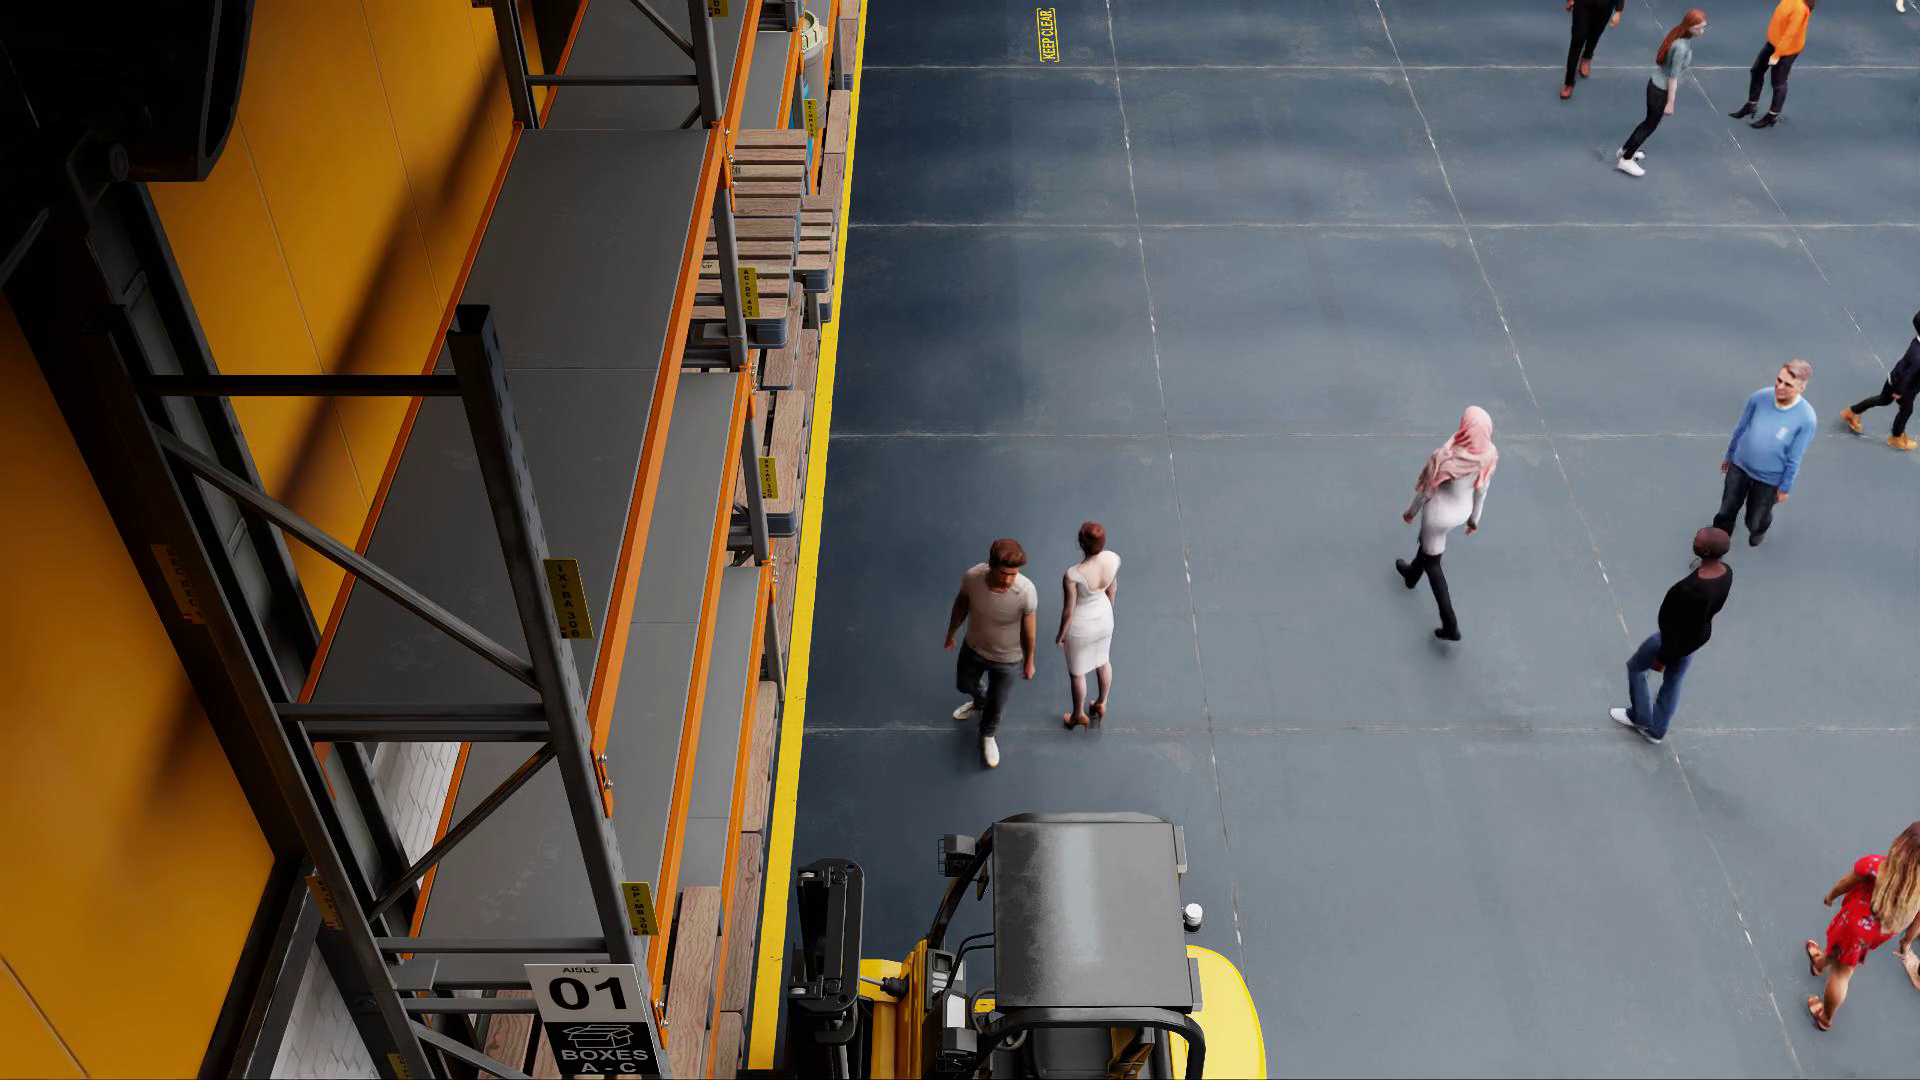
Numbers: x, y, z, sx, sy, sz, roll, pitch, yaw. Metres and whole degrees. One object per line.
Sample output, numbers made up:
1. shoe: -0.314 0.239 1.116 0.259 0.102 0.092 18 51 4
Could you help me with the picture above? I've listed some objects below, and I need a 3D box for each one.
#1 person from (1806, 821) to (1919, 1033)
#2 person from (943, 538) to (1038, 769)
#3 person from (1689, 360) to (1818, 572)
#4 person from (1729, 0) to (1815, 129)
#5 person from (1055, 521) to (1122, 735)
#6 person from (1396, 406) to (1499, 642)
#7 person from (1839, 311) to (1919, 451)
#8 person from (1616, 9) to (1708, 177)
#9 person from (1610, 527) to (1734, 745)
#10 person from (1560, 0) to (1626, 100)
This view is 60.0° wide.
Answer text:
1. person: 4.865 2.120 8.876 0.632 1.573 0.833 8 44 8
2. person: 0.190 0.637 10.212 0.879 1.878 0.872 24 49 23
3. person: 5.566 -0.519 11.480 1.021 1.801 0.996 -27 50 -26
4. person: 7.940 -4.731 15.959 0.743 1.722 0.633 12 45 13
5. person: 0.801 0.549 10.364 0.651 1.794 0.658 -22 48 -22
6. person: 3.256 -0.090 11.054 0.892 1.768 1.230 -14 45 -14
7. person: 7.155 -1.252 12.680 0.799 1.209 0.845 20 47 19
8. person: 6.419 -4.135 15.347 0.820 1.703 0.697 6 44 6
9. person: 4.526 0.656 10.292 0.729 1.740 0.765 -26 49 -25
10. person: 6.336 -5.390 16.559 0.980 1.848 1.231 13 45 13
